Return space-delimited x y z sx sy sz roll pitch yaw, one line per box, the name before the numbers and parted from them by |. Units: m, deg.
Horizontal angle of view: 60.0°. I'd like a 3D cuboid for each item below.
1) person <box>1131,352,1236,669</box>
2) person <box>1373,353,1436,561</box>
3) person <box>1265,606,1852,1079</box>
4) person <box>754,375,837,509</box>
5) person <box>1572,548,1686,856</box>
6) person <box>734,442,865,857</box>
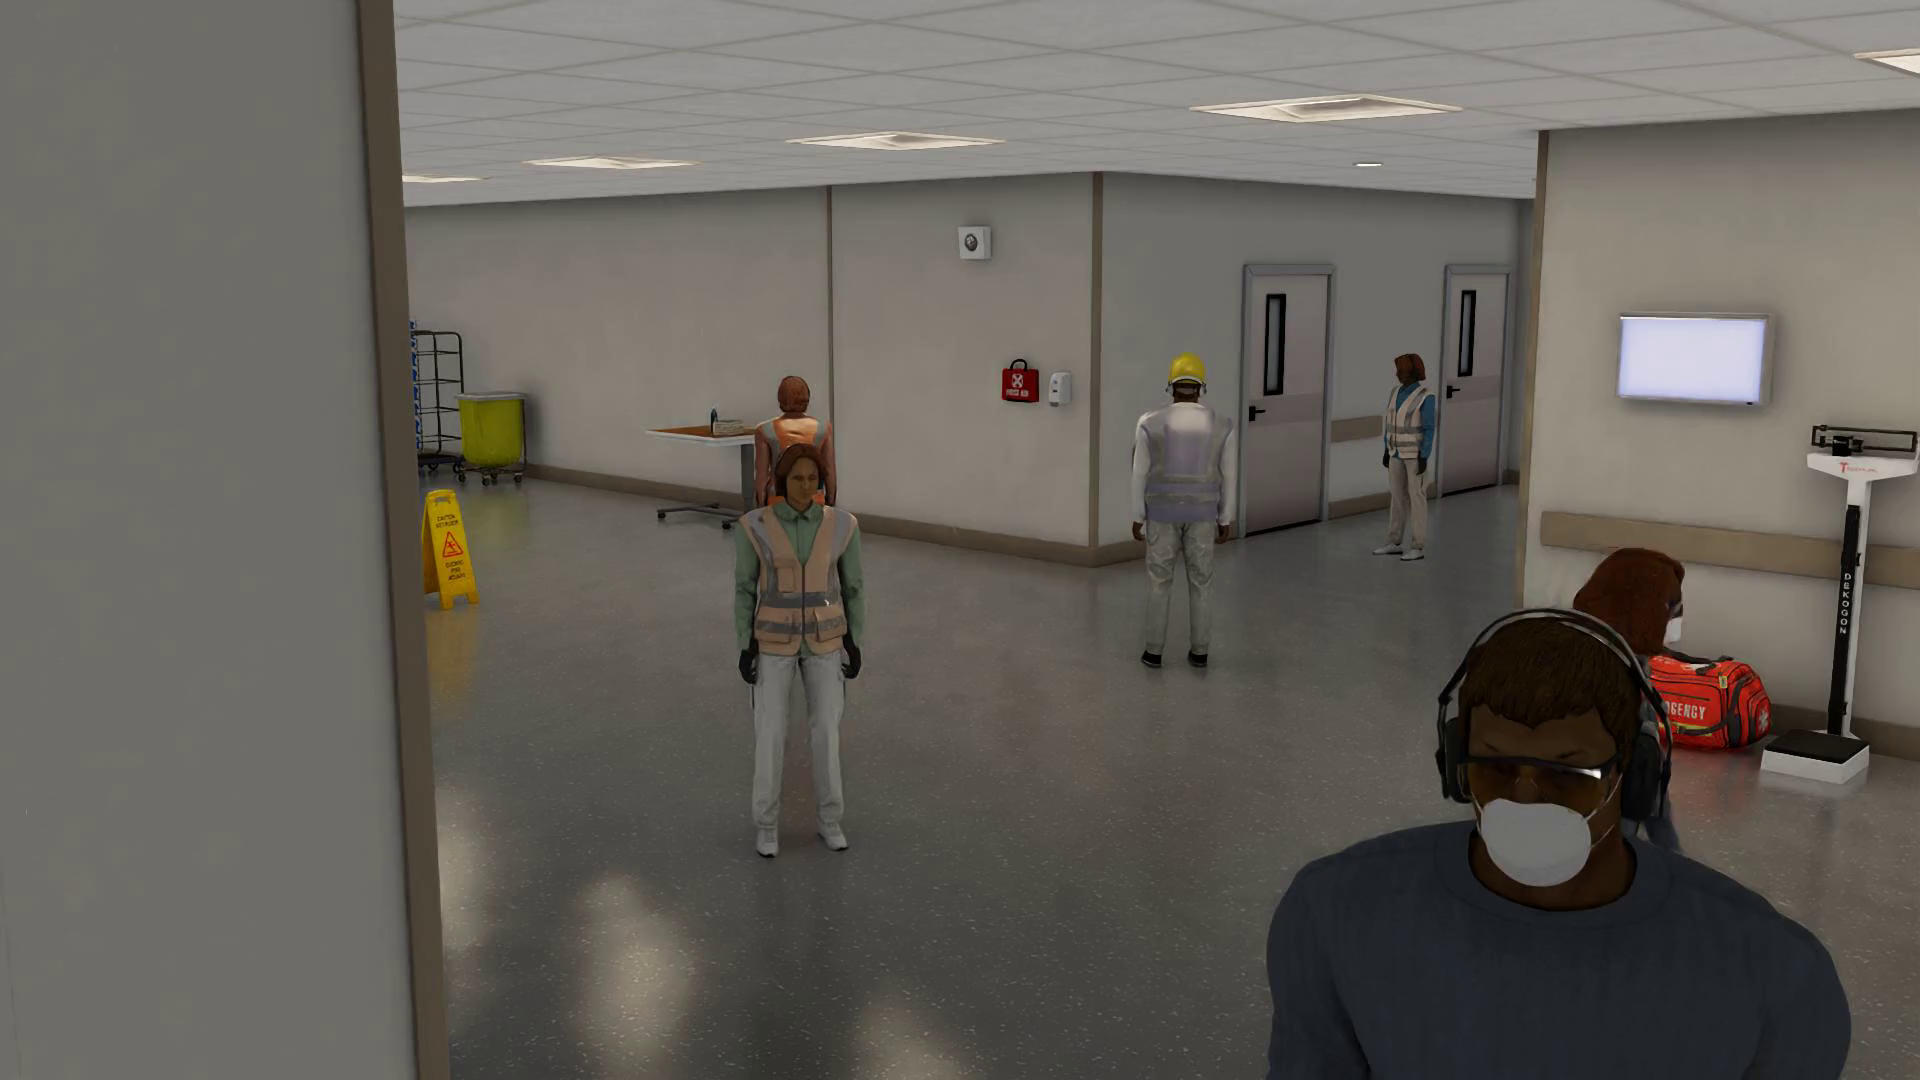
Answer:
person | 1.281 -0.163 9.587 0.595 1.826 0.403 0 9 -1
person | 3.548 -0.660 13.192 0.311 1.639 0.512 -4 10 -25
person | 0.646 1.023 1.949 0.635 1.937 0.353 3 10 20
person | -1.023 -0.200 10.368 0.522 1.638 0.311 -2 10 -14
person | 1.704 0.818 4.223 0.662 1.609 0.519 5 10 28
person | -0.629 0.428 6.548 0.516 1.632 0.313 -2 10 -15
